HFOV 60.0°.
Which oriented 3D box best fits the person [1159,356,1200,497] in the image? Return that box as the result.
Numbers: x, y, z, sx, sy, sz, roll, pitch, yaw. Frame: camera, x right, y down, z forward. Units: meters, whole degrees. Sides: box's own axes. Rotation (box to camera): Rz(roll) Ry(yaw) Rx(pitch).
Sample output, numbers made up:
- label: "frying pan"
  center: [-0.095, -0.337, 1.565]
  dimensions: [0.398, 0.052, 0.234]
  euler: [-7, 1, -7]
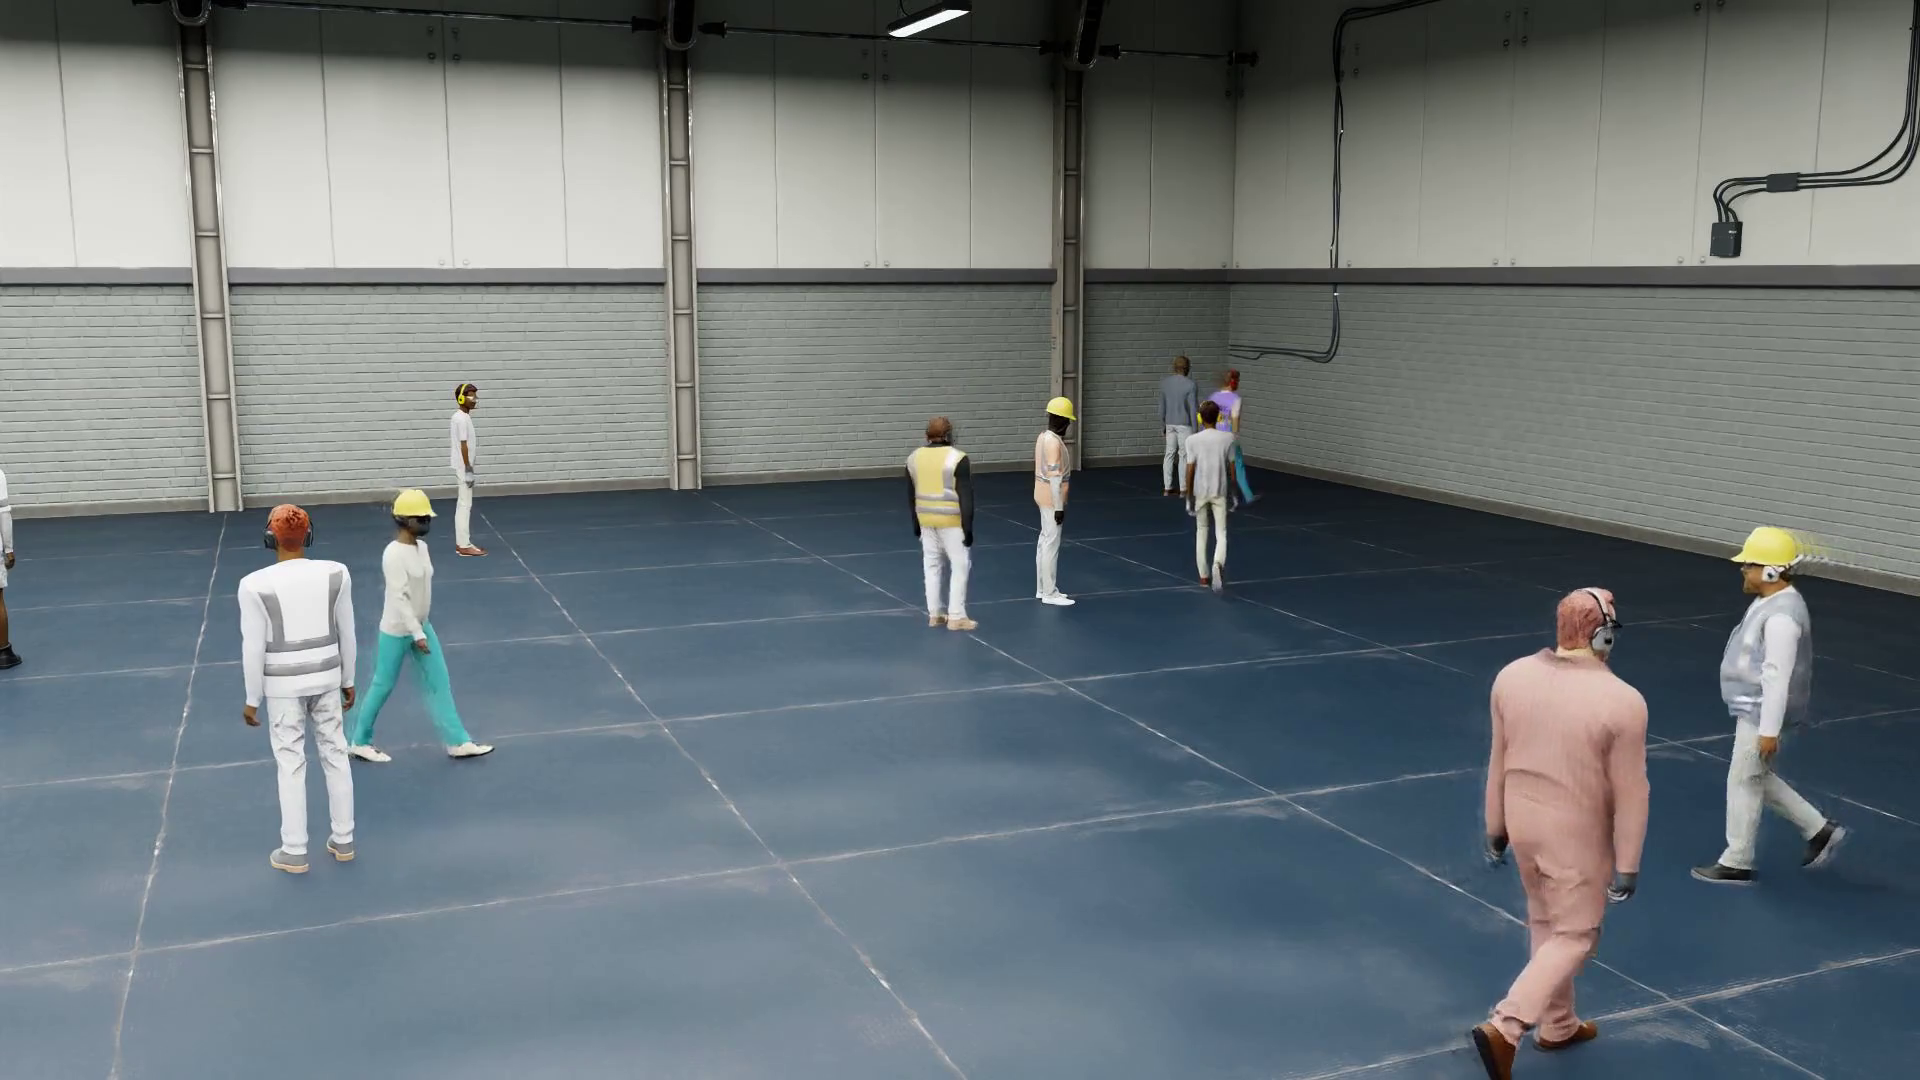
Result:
- label: "person"
  center: [3.009, -1.552, 22.779]
  dimensions: [0.638, 1.938, 0.356]
  euler: [9, 13, 44]

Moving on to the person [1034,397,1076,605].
- label: "person"
  center: [0.877, -0.360, 15.363]
  dimensions: [0.380, 1.917, 0.585]
  euler: [-1, 9, -7]

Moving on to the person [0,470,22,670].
- label: "person"
  center: [-7.543, 0.049, 12.735]
  dimensions: [0.542, 1.938, 0.357]
  euler: [-3, 10, -19]

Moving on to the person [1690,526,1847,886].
- label: "person"
  center: [4.024, 0.836, 8.192]
  dimensions: [0.612, 1.816, 0.598]
  euler: [4, 10, 22]

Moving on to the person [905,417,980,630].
- label: "person"
  center: [-0.134, -0.134, 14.297]
  dimensions: [0.718, 1.817, 0.429]
  euler: [6, 11, 32]

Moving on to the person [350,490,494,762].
- label: "person"
  center: [-3.410, 0.546, 10.296]
  dimensions: [0.896, 1.723, 0.531]
  euler: [2, 9, 11]

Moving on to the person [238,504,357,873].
- label: "person"
  center: [-3.360, 0.753, 8.484]
  dimensions: [0.572, 1.883, 0.355]
  euler: [-8, 12, -41]

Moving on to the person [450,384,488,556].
- label: "person"
  center: [-5.351, -0.758, 18.048]
  dimensions: [0.332, 1.861, 0.520]
  euler: [-3, 10, -21]

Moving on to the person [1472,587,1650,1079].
- label: "person"
  center: [2.221, 1.115, 6.248]
  dimensions: [0.819, 1.881, 0.656]
  euler: [-6, 11, -32]

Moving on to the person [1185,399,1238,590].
- label: "person"
  center: [2.420, -0.429, 16.006]
  dimensions: [0.527, 1.855, 0.706]
  euler: [1, 9, 7]

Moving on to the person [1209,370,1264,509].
- label: "person"
  center: [3.543, -1.303, 21.657]
  dimensions: [0.939, 1.802, 0.572]
  euler: [-6, 11, -35]
